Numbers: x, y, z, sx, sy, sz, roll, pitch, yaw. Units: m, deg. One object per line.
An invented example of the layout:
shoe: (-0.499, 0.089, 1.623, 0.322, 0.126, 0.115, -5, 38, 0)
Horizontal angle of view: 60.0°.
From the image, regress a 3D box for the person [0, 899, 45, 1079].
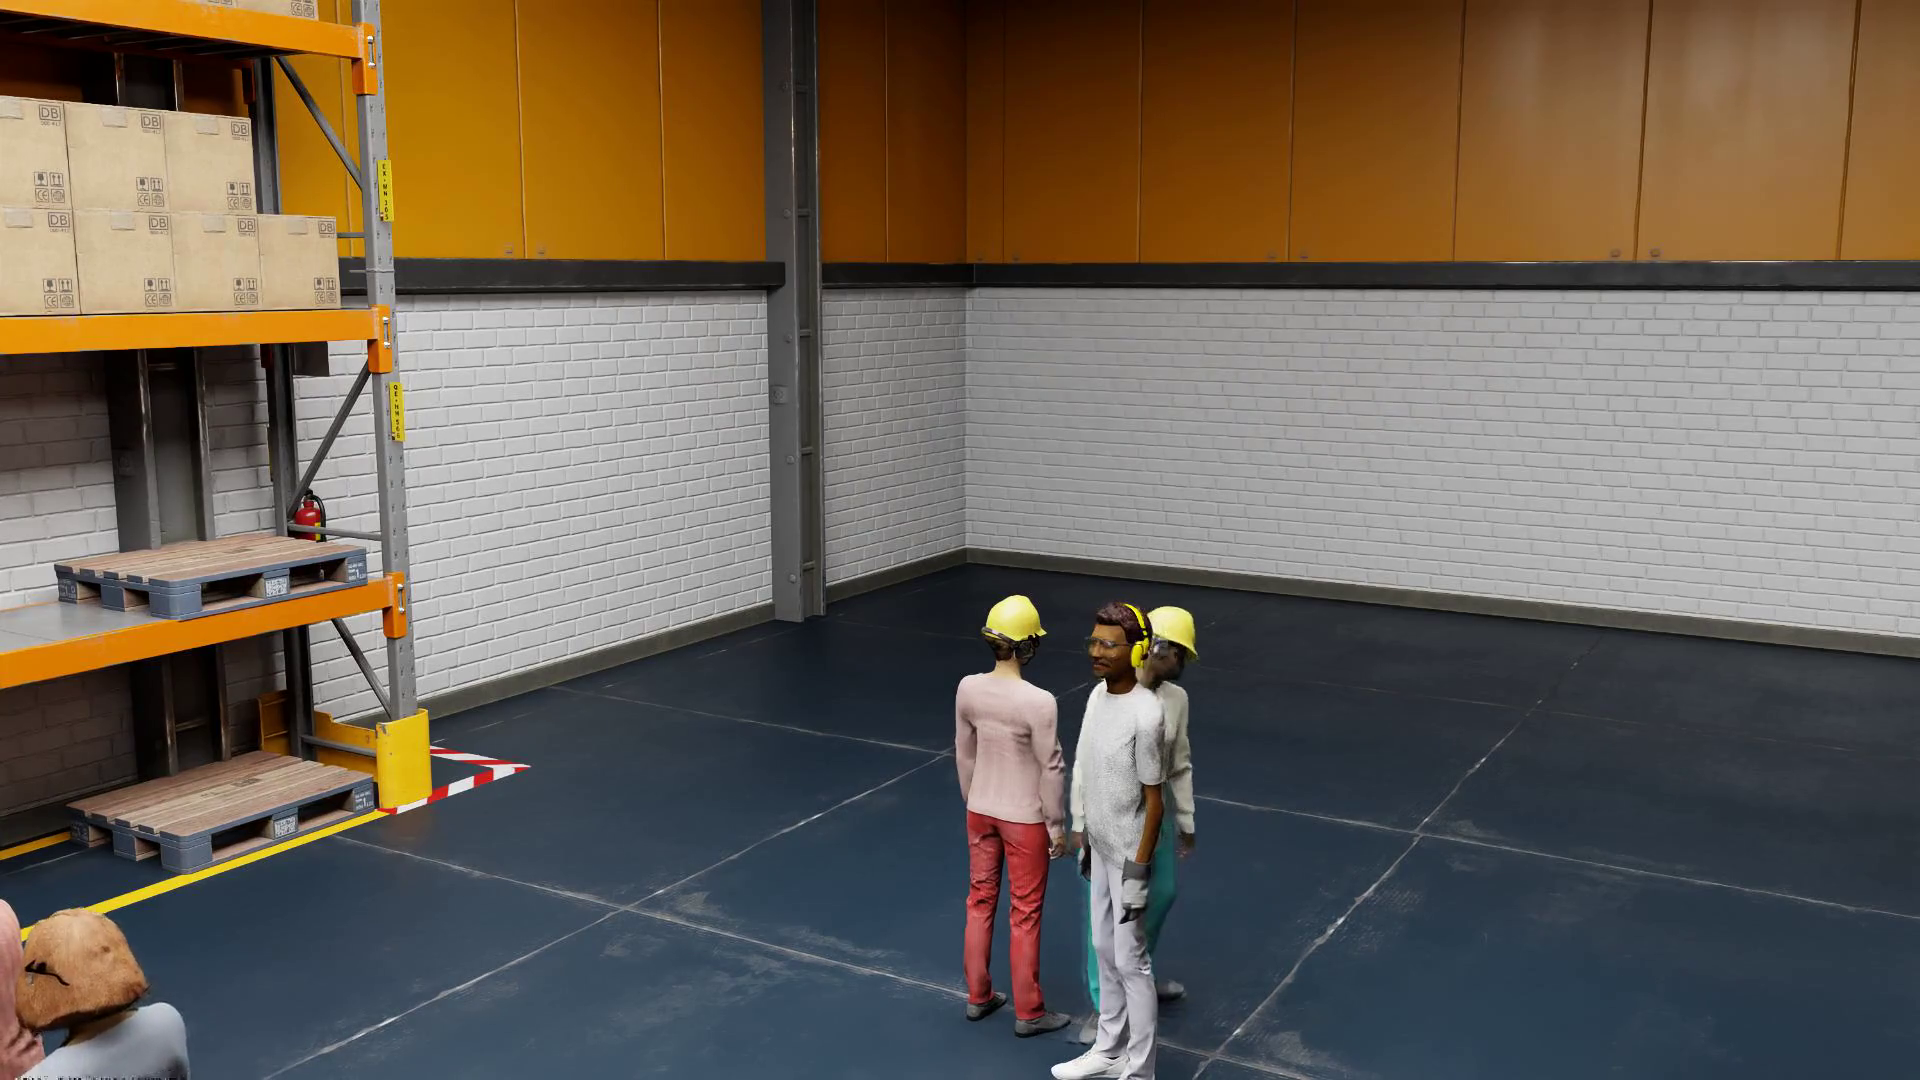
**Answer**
person: (-2.420, 1.408, 3.976, 0.611, 1.995, 0.381, 2, 9, 13)

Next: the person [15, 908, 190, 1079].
person: (-1.969, 1.623, 3.779, 0.334, 1.630, 0.516, 2, 9, 14)

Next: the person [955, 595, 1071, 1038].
person: (0.208, 1.095, 6.642, 0.524, 1.769, 0.308, 8, 12, 40)

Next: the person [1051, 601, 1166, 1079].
person: (0.556, 1.139, 6.029, 0.328, 1.877, 0.513, -3, 10, -18)

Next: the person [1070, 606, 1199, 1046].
person: (0.685, 1.124, 6.624, 0.637, 1.722, 0.335, -6, 11, -32)
